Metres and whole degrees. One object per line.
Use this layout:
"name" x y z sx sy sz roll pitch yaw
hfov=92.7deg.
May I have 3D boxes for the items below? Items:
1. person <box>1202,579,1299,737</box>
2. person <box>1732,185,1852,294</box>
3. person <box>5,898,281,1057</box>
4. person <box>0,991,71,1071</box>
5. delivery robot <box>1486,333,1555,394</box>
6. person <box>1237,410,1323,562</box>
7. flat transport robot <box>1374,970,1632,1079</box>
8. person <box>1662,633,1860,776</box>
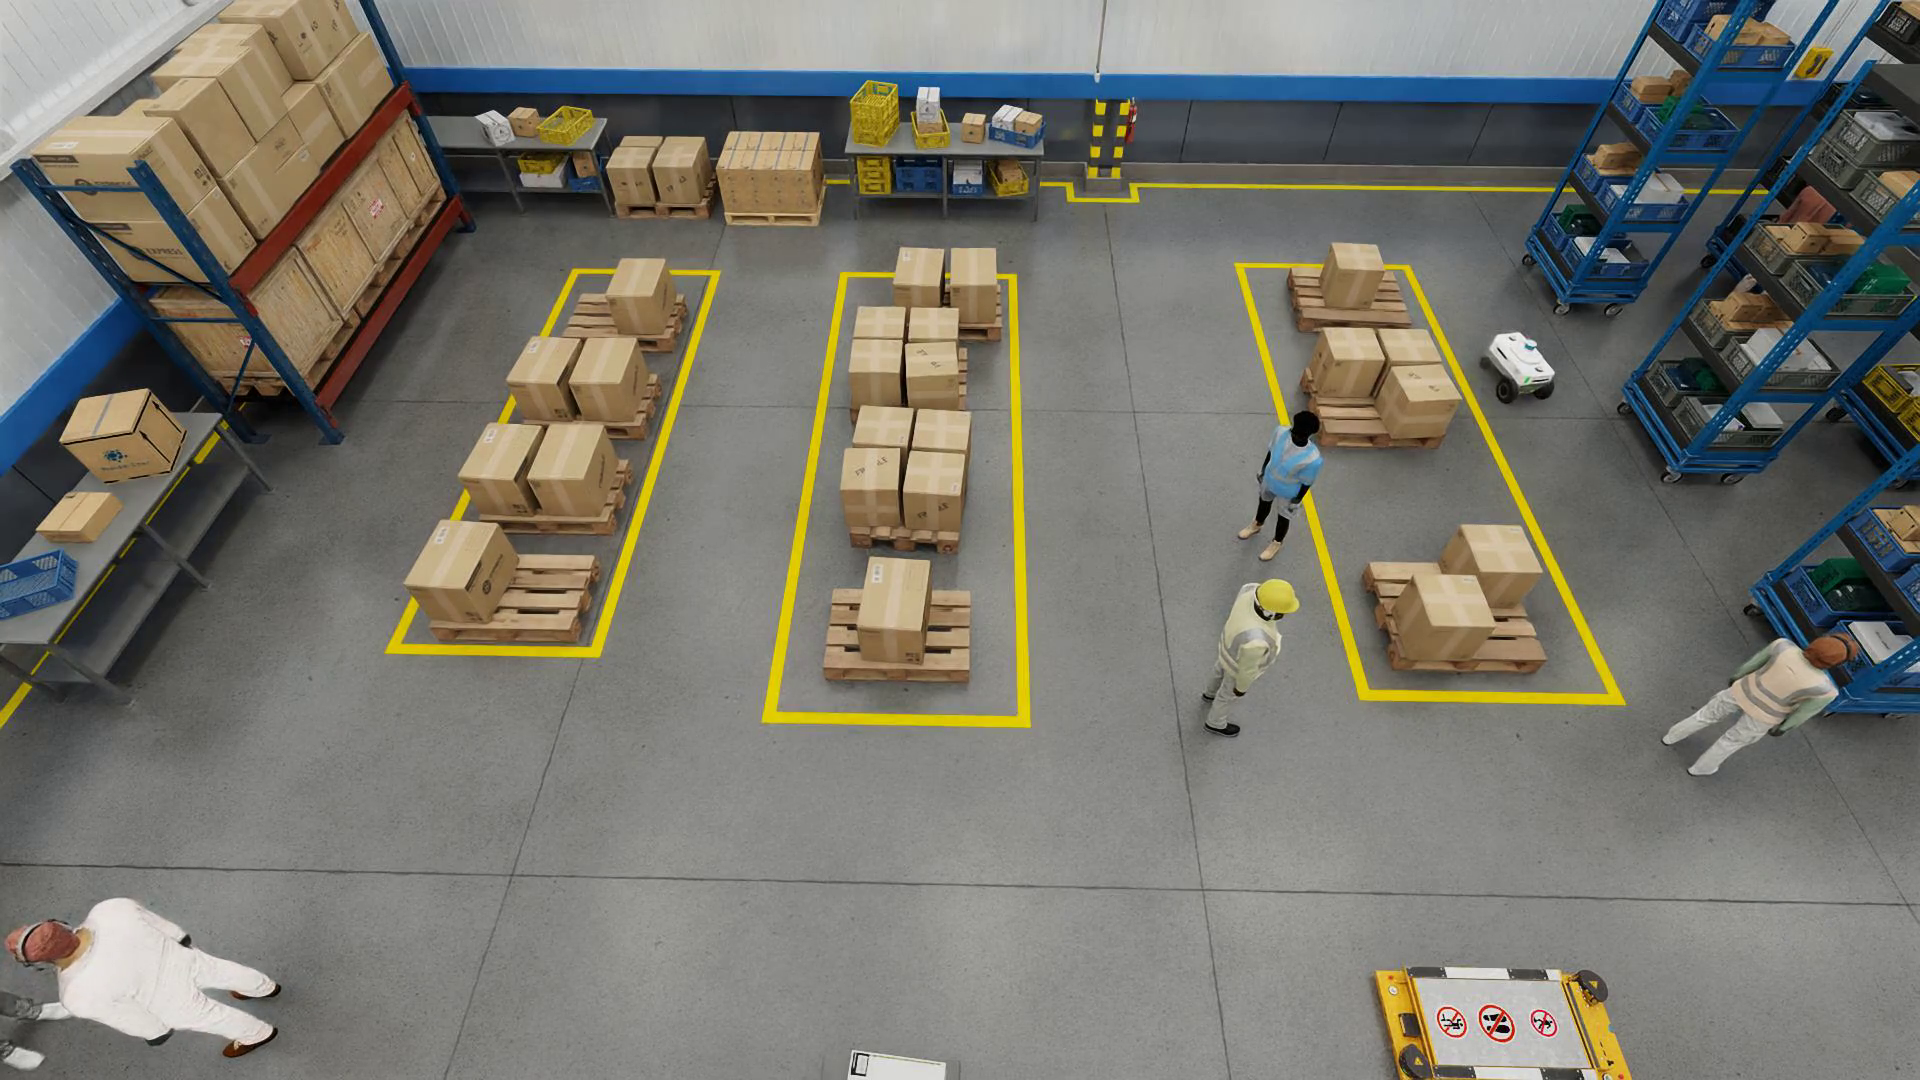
"person" 2.105 0.861 6.774 0.403 1.825 0.586 6 51 5
"person" 9.080 -3.169 9.959 0.412 1.982 0.622 -20 53 -15
"person" -4.671 2.578 5.321 0.401 1.904 0.650 -14 52 -11
"person" -6.068 2.654 5.258 0.402 1.910 0.597 1 51 1
"delivery robot" 5.991 -1.912 9.786 0.477 0.478 0.707 -7 51 -6
"person" 2.798 -0.482 7.951 0.320 1.694 0.533 -23 55 -18
"flat transport robot" 3.501 3.133 5.914 1.431 0.197 0.652 1 51 1
"person" 5.770 1.184 6.632 0.317 1.631 0.514 -12 52 -10
